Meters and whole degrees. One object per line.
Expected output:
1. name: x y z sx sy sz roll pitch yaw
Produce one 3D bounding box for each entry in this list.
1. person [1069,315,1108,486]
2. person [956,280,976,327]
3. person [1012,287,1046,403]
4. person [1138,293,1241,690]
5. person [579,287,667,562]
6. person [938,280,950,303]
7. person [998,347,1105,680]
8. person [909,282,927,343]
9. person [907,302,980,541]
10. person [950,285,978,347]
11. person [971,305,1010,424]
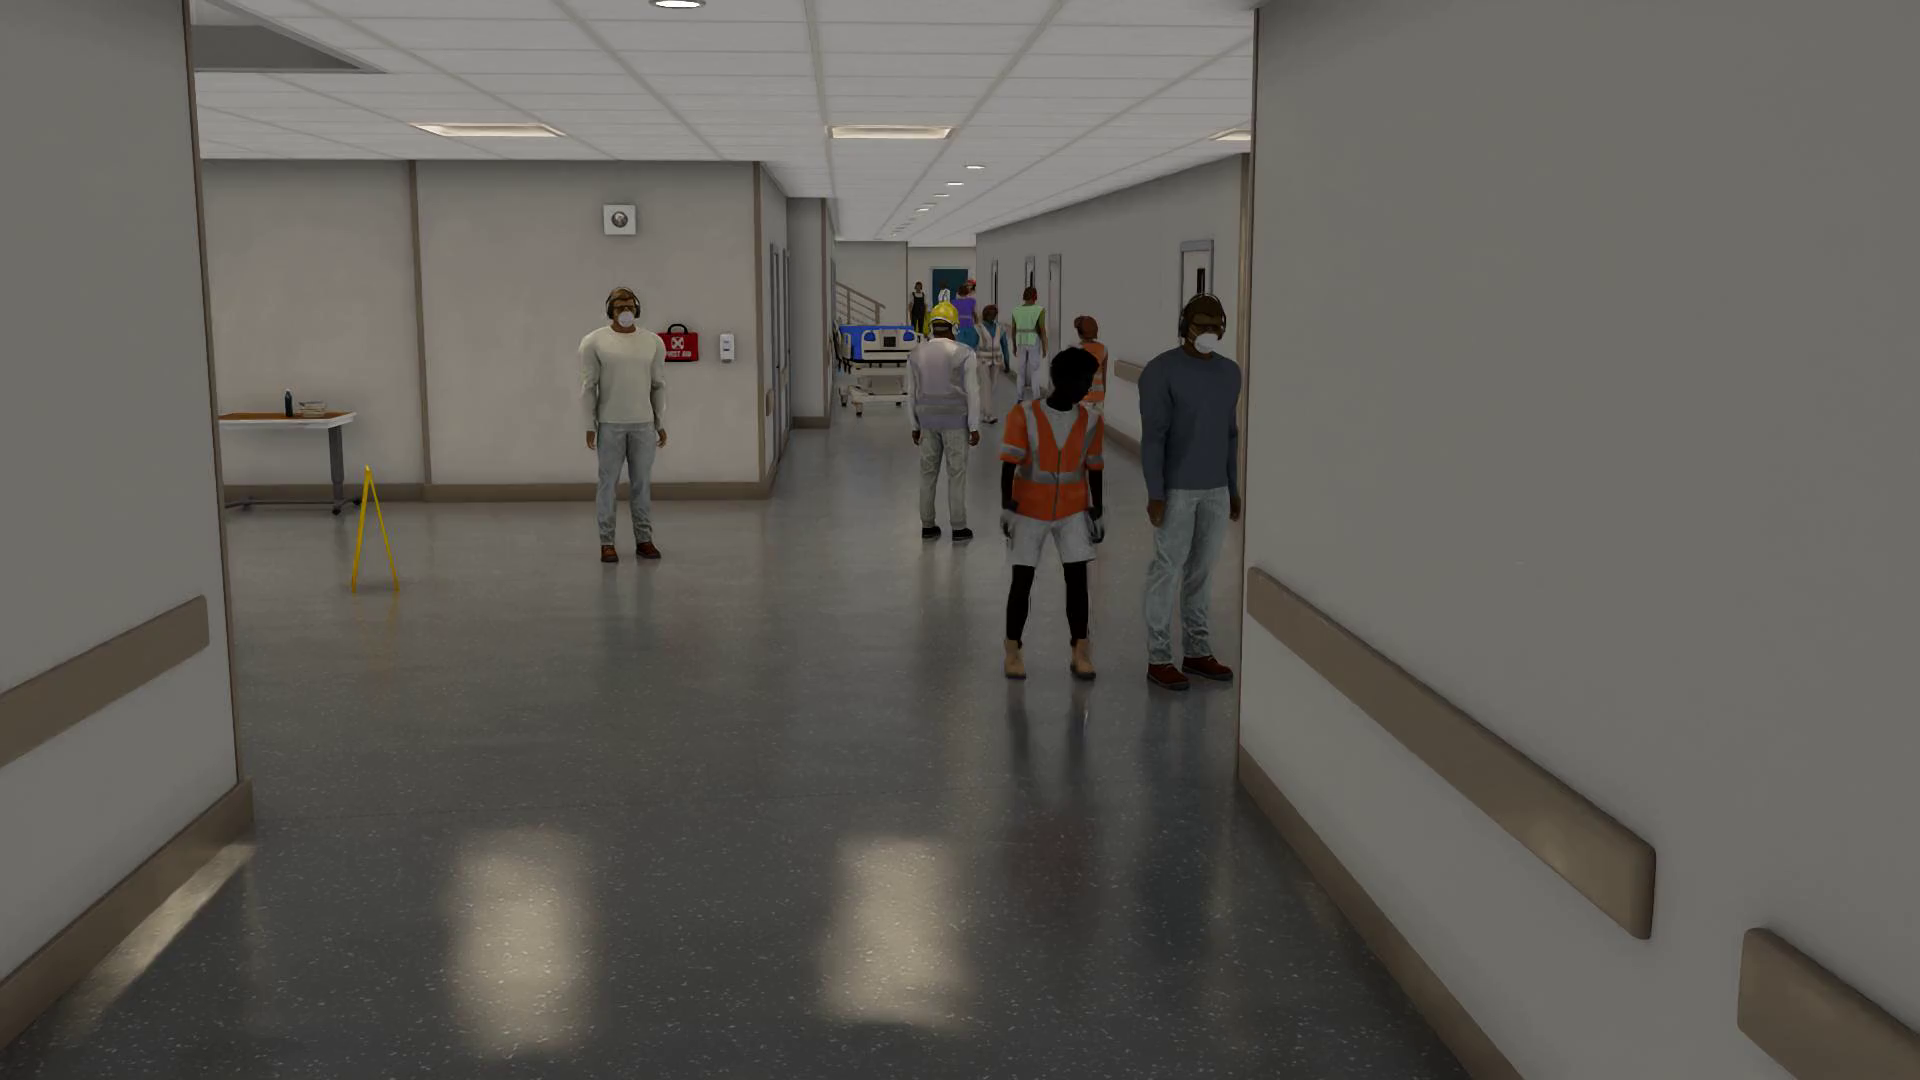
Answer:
1. person: 1.220 -1.331 15.979 0.522 1.639 0.310 -8 12 -43
2. person: 0.211 -5.974 44.308 0.643 1.902 0.400 -6 11 -33
3. person: 1.071 -3.017 25.917 0.574 1.841 0.374 5 10 27
4. person: 1.150 -0.242 8.215 0.627 1.936 0.373 -6 11 -35
5. person: -2.371 -0.816 11.805 0.632 1.940 0.372 -5 10 -29
6. person: -0.514 -7.290 52.608 0.353 1.886 0.573 -5 10 -27
7. person: 0.450 -0.129 8.324 0.562 1.674 0.352 -2 9 -10
8. person: -1.165 -6.279 46.396 0.506 1.842 0.348 -3 9 -17
9. person: -0.116 -0.902 12.719 0.590 1.824 0.403 4 10 24
10. person: 0.070 -4.377 34.532 0.564 1.816 0.654 -1 9 -9
11. person: 0.452 -2.369 22.550 0.537 1.606 0.762 -5 10 -26
